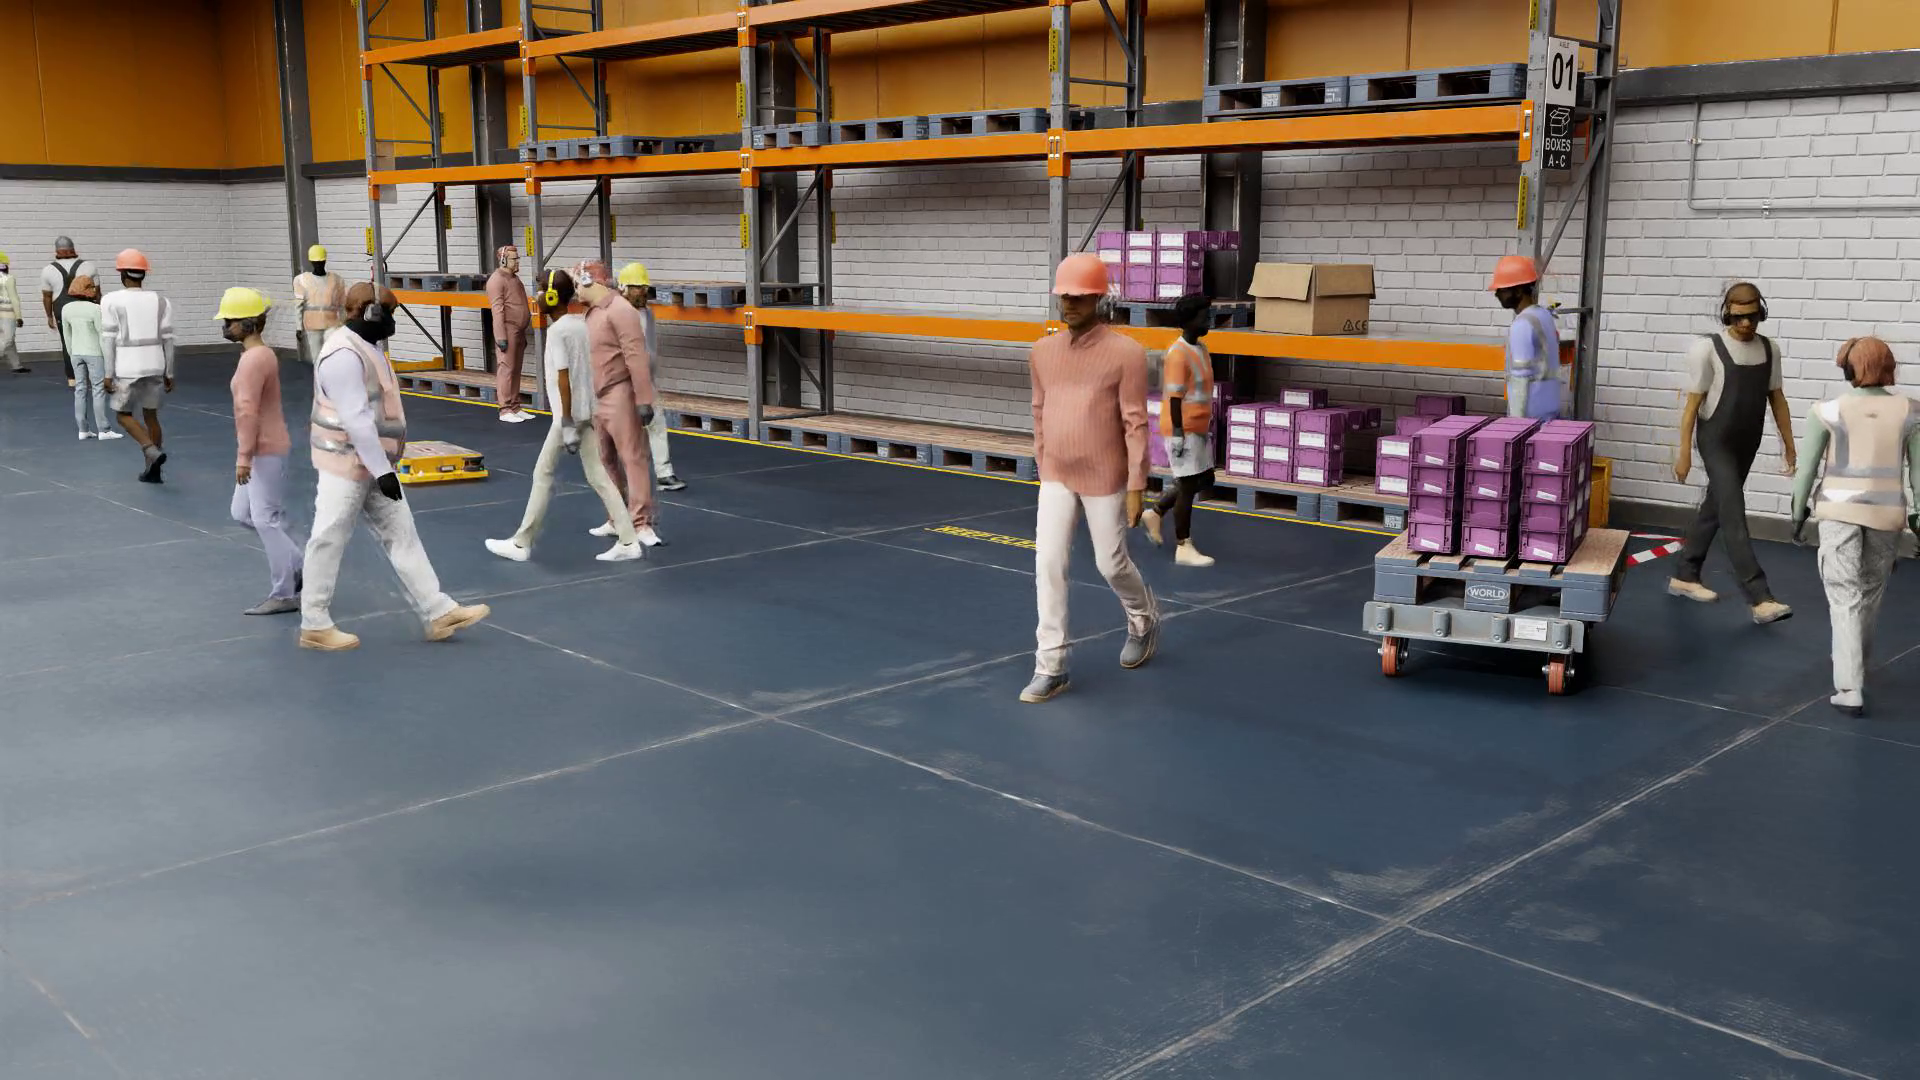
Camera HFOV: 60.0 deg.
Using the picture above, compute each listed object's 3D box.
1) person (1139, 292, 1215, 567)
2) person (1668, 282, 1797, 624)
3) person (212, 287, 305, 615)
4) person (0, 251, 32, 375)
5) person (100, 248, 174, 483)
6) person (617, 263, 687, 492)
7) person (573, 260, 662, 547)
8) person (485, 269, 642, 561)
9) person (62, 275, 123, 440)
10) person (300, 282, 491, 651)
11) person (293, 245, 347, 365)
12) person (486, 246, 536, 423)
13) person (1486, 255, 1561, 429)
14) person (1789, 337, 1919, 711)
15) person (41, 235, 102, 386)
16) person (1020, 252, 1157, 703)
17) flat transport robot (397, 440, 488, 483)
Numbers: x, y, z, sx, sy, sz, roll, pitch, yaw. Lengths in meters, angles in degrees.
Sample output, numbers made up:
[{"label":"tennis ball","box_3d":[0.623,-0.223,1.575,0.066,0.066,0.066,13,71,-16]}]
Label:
[{"label":"person","box_3d":[1.343,-0.679,10.210,0.465,1.680,0.553,4,11,23]},{"label":"person","box_3d":[4.150,-0.473,8.848,0.583,1.776,0.990,-4,11,-20]},{"label":"person","box_3d":[-3.746,-0.461,8.858,0.362,1.755,0.529,-4,11,-19]},{"label":"person","box_3d":[-13.800,-3.248,23.908,0.593,1.808,0.827,4,11,22]},{"label":"person","box_3d":[-6.598,-1.384,13.422,0.551,1.918,0.559,9,13,39]},{"label":"person","box_3d":[-2.504,-1.253,13.041,0.821,1.801,0.609,7,12,32]},{"label":"person","box_3d":[-2.270,-0.890,10.909,0.398,1.864,0.794,-9,14,-40]},{"label":"person","box_3d":[-2.440,-0.756,10.294,0.998,1.817,0.542,2,11,11]},{"label":"person","box_3d":[-8.638,-1.807,16.510,0.497,1.633,0.285,3,11,14]},{"label":"person","box_3d":[-2.824,-0.347,8.099,0.930,1.785,0.651,0,10,-2]},{"label":"person","box_3d":[-7.589,-2.541,19.784,0.594,1.896,0.784,-4,11,-21]},{"label":"person","box_3d":[-4.876,-2.238,18.113,0.409,1.907,0.648,1,10,5]},{"label":"person","box_3d":[3.477,-0.788,10.205,0.534,1.906,0.575,6,12,30]},{"label":"person","box_3d":[3.915,-0.088,7.265,0.536,1.582,0.875,2,11,12]},{"label":"person","box_3d":[-11.853,-3.063,22.246,0.722,2.000,0.637,-5,11,-23]},{"label":"person","box_3d":[0.611,-0.302,7.441,0.625,1.961,0.947,7,13,34]},{"label":"flat transport robot","box_3d":[-4.550,-0.674,14.046,0.652,0.197,1.431,-7,13,-34]}]
